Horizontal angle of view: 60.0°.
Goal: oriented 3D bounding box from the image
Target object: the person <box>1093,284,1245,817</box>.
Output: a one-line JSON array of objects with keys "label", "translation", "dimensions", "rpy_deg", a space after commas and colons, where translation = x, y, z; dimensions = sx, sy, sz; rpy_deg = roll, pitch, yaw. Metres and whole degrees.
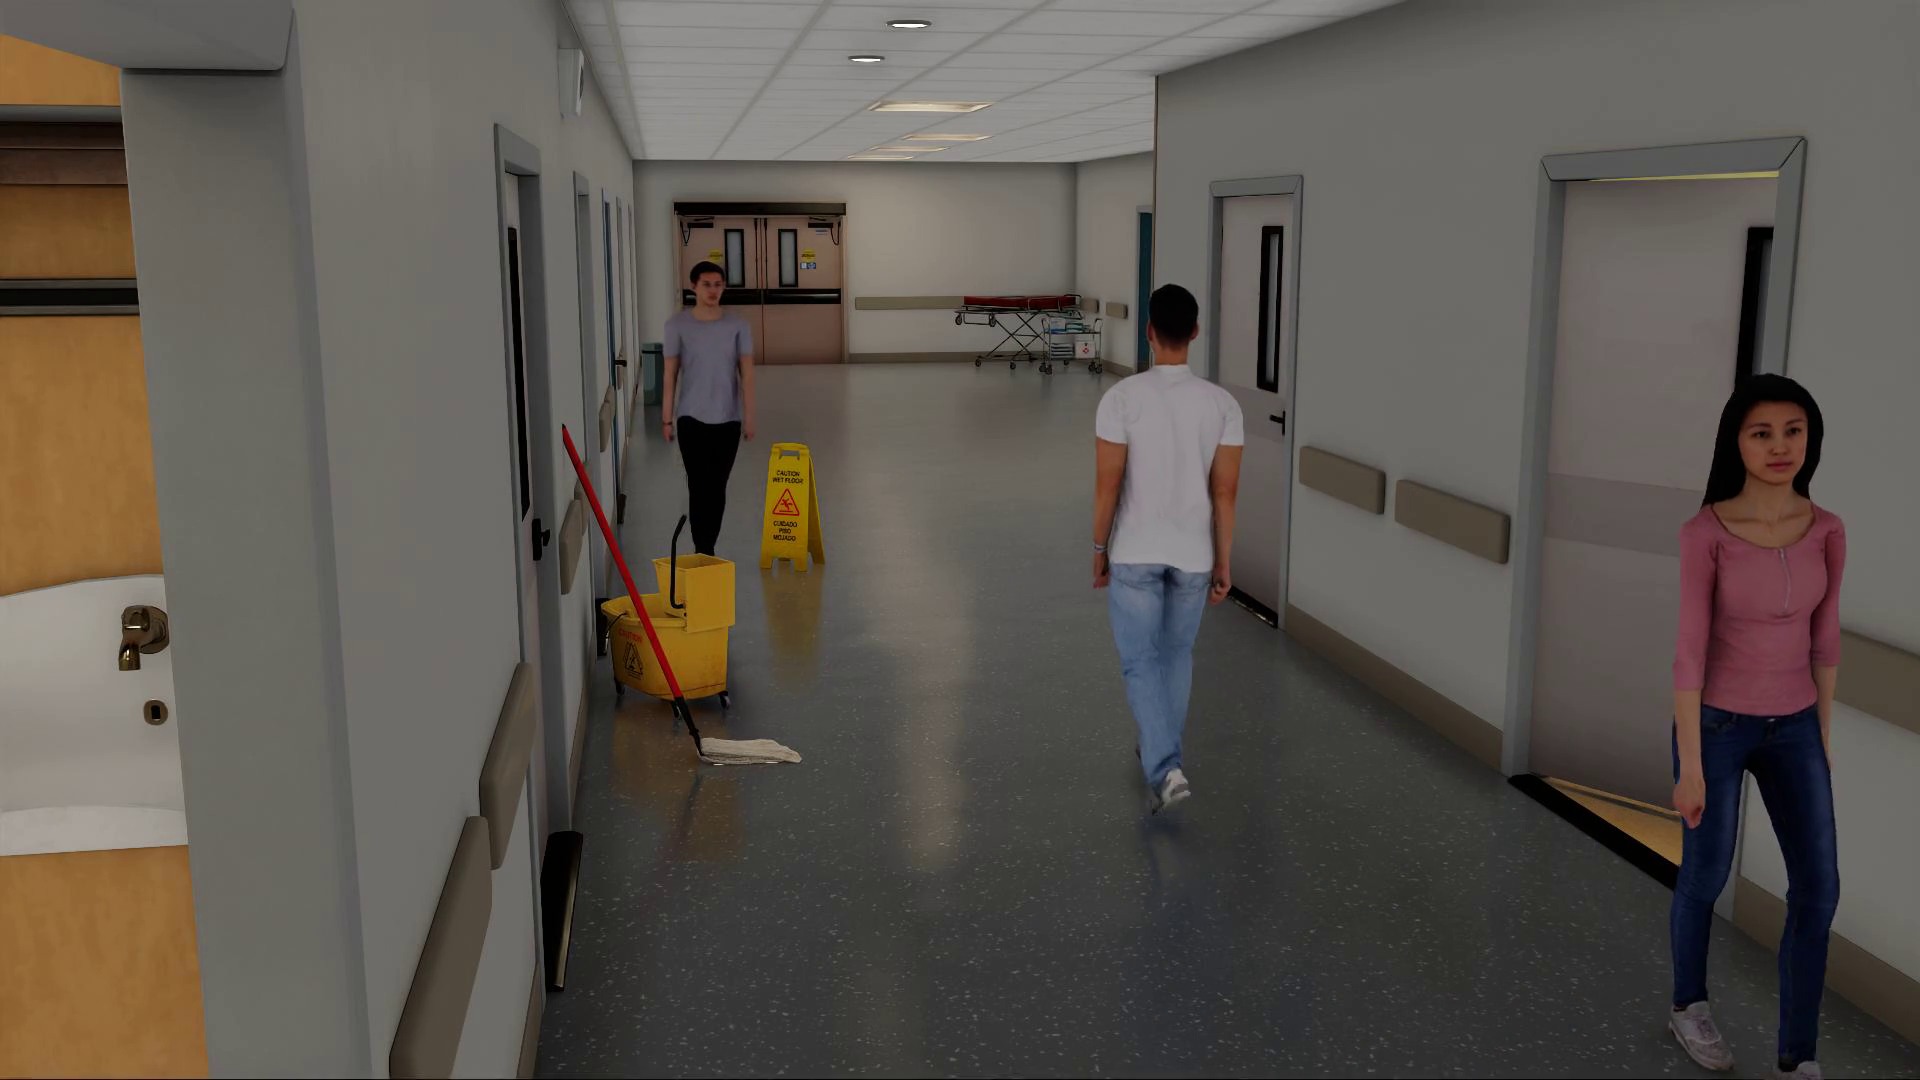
[{"label": "person", "translation": [0.723, 0.064, 5.819], "dimensions": [0.690, 1.834, 1.126], "rpy_deg": [-2, 11, -9]}]

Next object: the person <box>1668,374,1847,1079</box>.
[{"label": "person", "translation": [1.861, 0.460, 4.032], "dimensions": [0.656, 1.722, 0.883], "rpy_deg": [-1, 11, -3]}]

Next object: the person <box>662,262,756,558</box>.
[{"label": "person", "translation": [-1.479, -0.680, 9.772], "dimensions": [0.787, 1.823, 1.180], "rpy_deg": [-3, 11, -17]}]
